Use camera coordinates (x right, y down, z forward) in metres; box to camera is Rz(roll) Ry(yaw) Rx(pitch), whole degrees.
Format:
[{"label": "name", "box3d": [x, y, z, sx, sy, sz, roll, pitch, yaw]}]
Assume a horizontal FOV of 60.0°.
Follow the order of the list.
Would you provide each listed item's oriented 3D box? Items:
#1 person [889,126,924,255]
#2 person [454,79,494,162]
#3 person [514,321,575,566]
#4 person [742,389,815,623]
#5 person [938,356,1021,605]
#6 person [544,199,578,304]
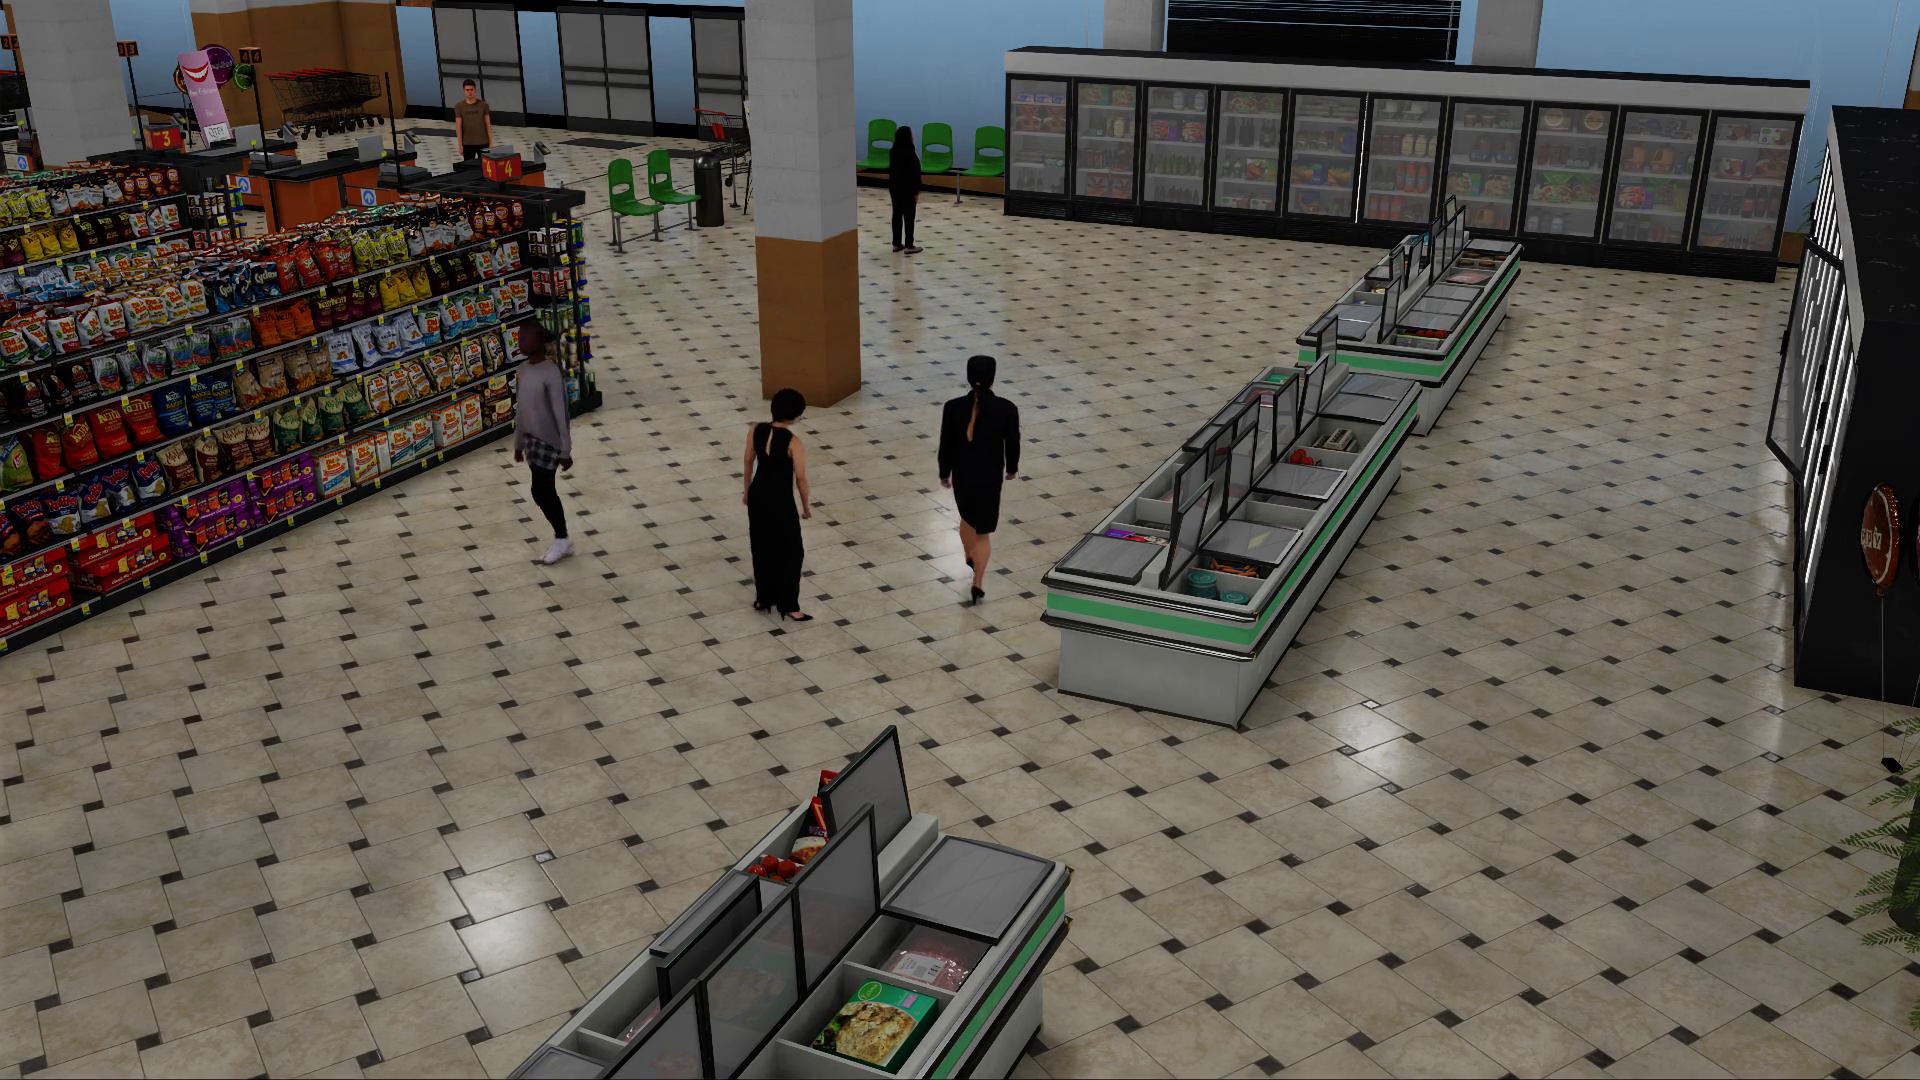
[{"label": "person", "box3d": [-0.728, -4.539, 21.553, 0.742, 1.616, 0.728, -20, 29, -40]}, {"label": "person", "box3d": [-7.108, -5.814, 24.412, 0.729, 1.851, 0.805, -9, 24, -22]}, {"label": "person", "box3d": [-2.866, -0.696, 11.793, 0.711, 1.762, 0.691, 19, 29, 39]}, {"label": "person", "box3d": [-1.267, -0.233, 10.891, 0.694, 1.577, 0.572, 3, 22, 6]}, {"label": "person", "box3d": [0.109, -0.362, 11.122, 0.881, 1.643, 1.052, 2, 22, 5]}, {"label": "person", "box3d": [-4.347, -3.097, 18.184, 0.568, 1.452, 0.876, 9, 24, 22]}]
